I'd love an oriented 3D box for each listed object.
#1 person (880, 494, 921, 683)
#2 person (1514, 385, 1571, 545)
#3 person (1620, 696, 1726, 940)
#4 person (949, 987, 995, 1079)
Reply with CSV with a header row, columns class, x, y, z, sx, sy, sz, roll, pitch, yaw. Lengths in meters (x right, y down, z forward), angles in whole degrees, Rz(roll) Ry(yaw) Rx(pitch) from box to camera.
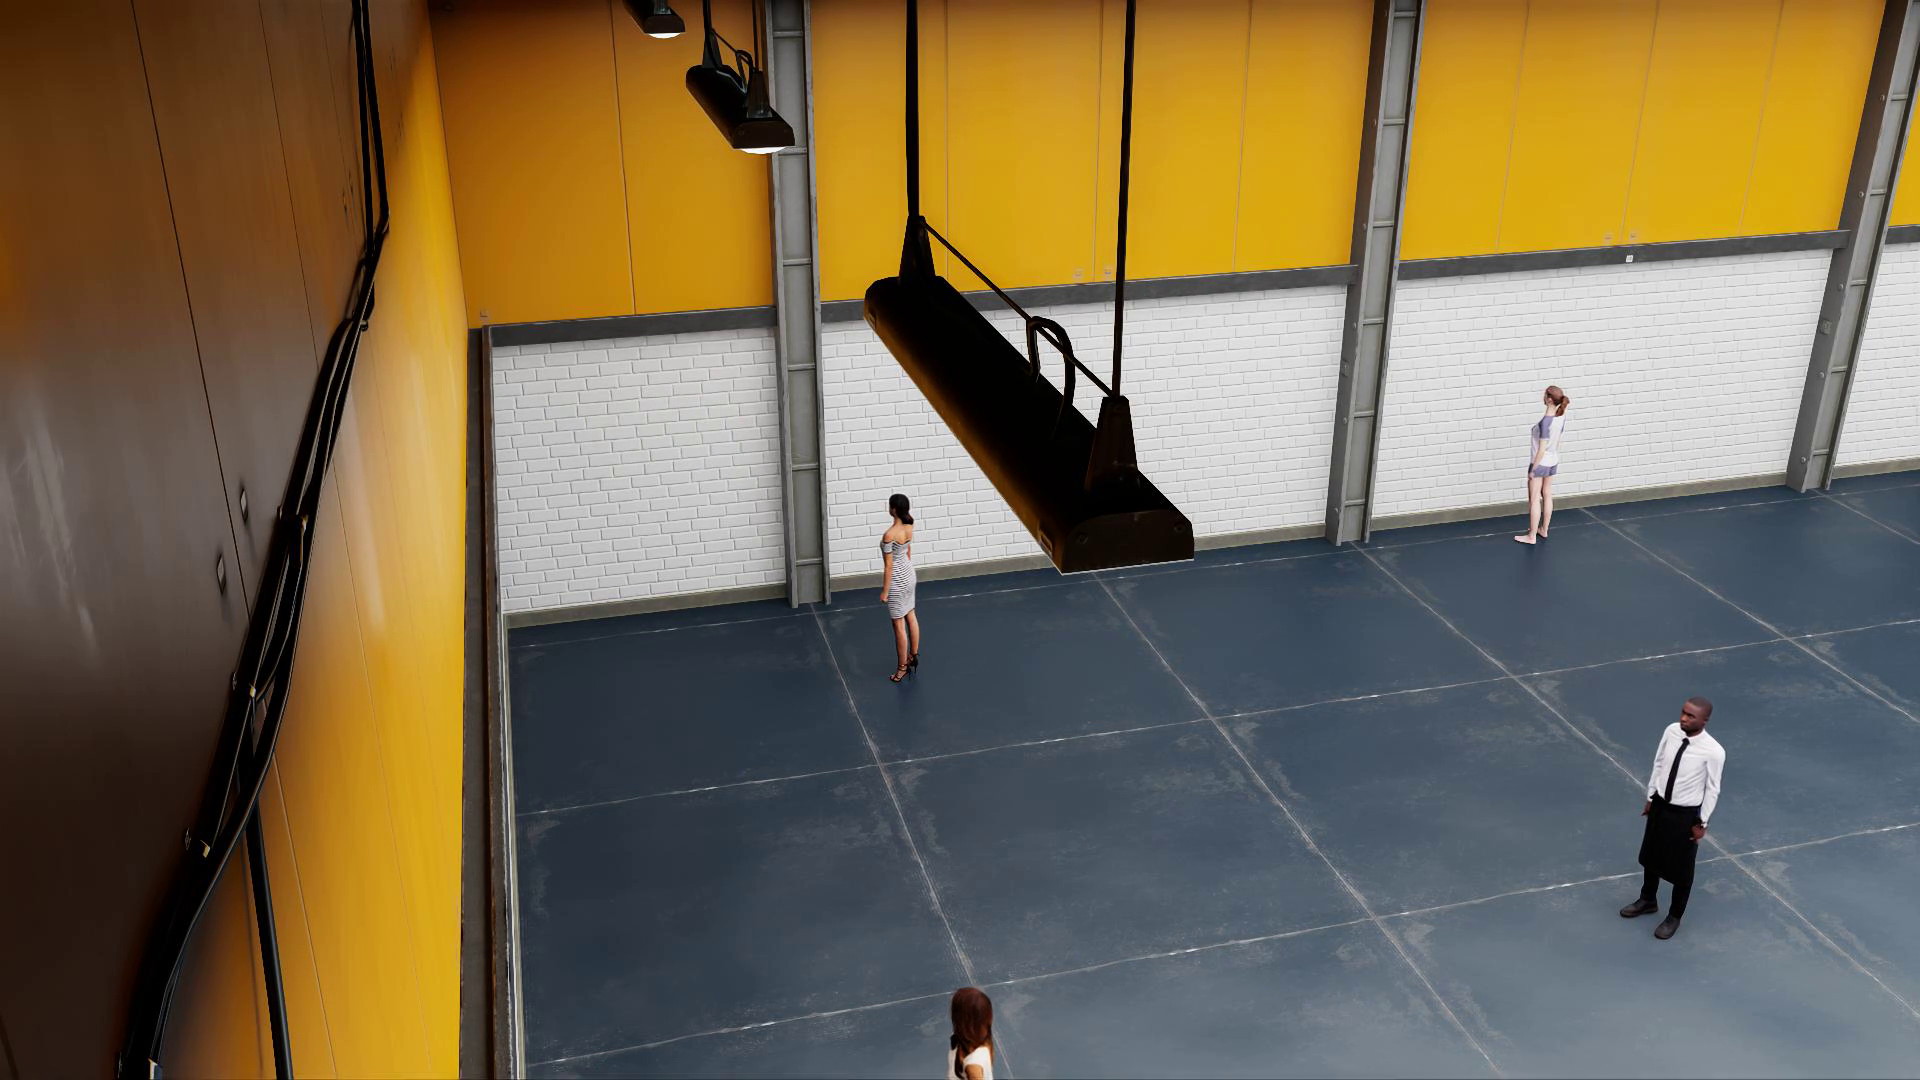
class,x,y,z,sx,sy,sz,roll,pitch,yaw
person,-0.527,0.421,15.045,0.733,1.822,0.671,13,27,28
person,6.301,-0.823,17.960,0.626,1.767,0.727,-20,30,-38
person,5.030,1.902,11.638,0.638,1.836,0.697,-14,27,-29
person,0.090,3.125,8.905,0.595,1.785,0.633,-1,24,-2
